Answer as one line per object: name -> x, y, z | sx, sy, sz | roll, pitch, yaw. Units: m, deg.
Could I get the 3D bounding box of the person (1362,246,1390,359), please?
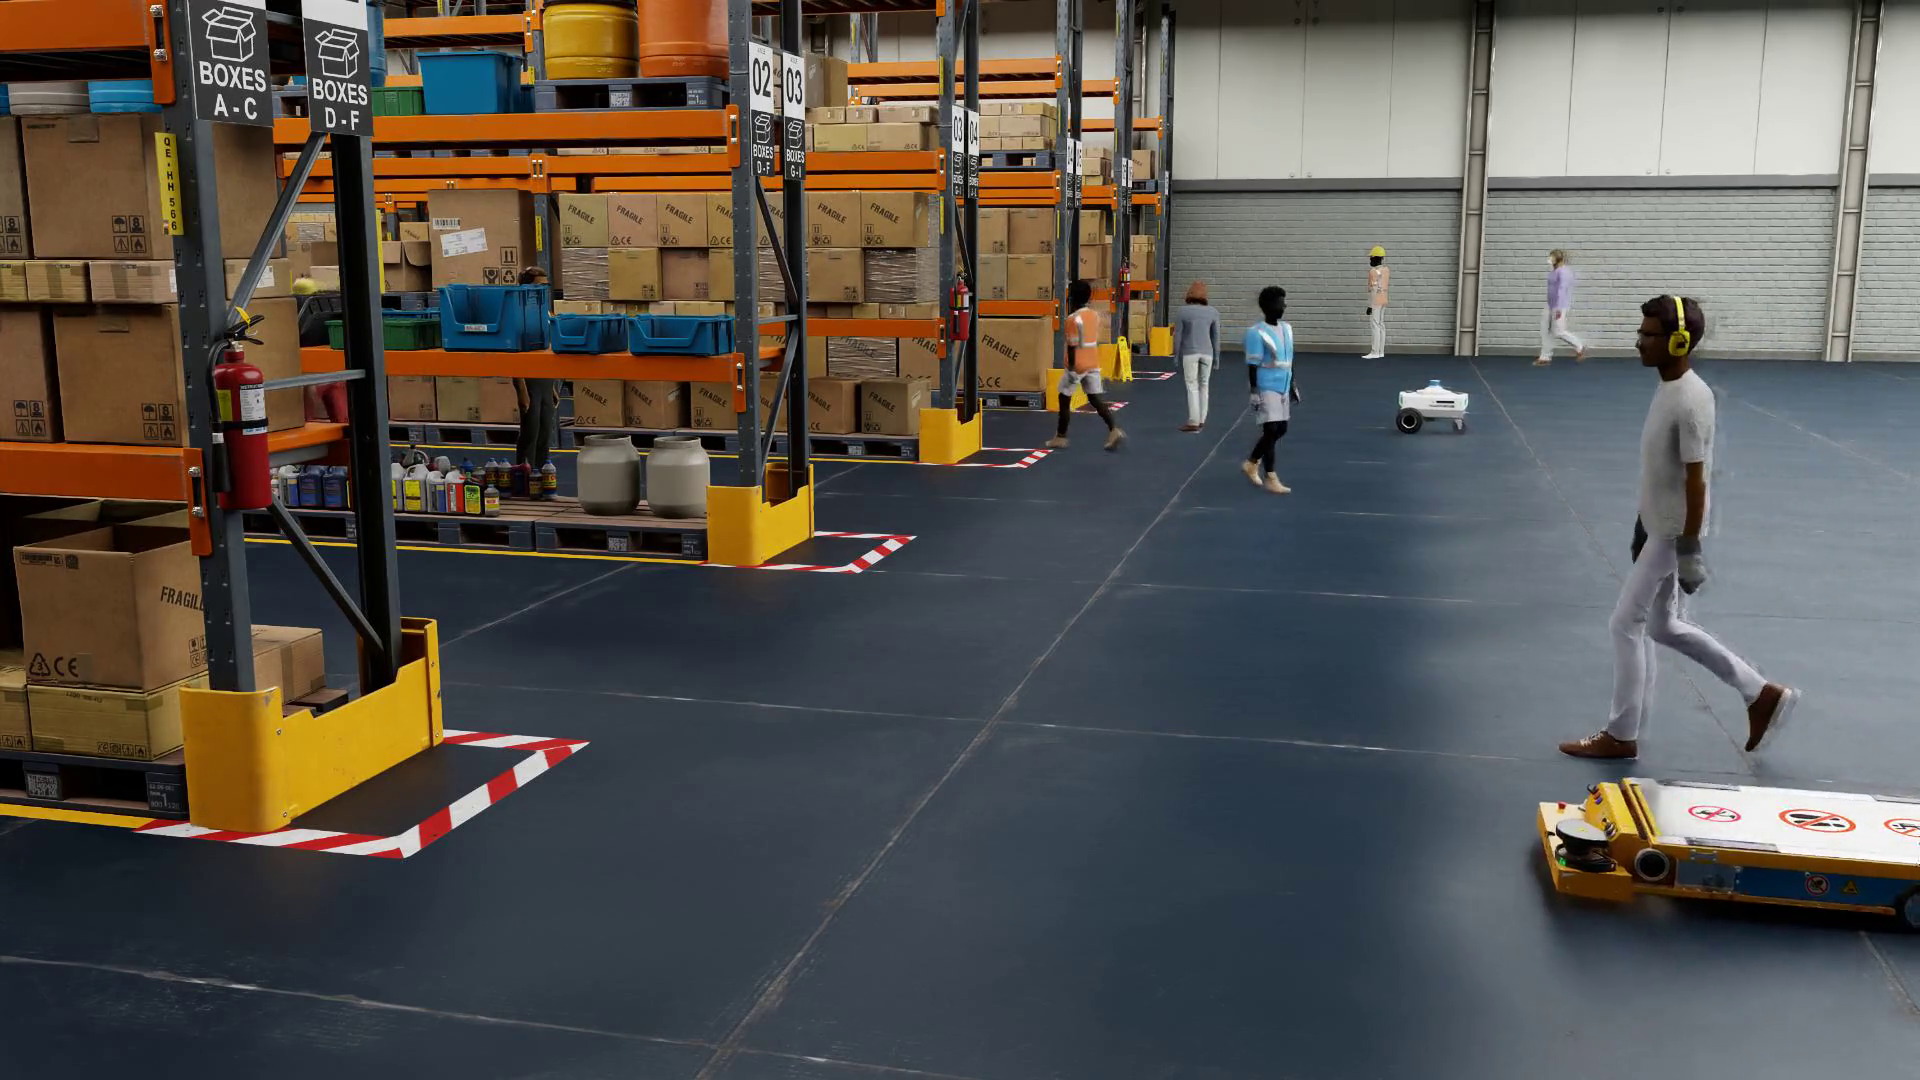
person -> 7.185, -4.089, 28.697 | 0.354, 1.930, 0.594 | 7, 13, 35

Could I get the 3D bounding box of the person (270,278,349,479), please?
person -> -5.419, -1.317, 13.904 | 0.899, 1.716, 0.545 | 2, 10, 9

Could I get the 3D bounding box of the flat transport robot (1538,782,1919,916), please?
flat transport robot -> 2.611, 0.973, 5.251 | 1.431, 0.197, 0.652 | 3, 11, 14

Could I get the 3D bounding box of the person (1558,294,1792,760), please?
person -> 2.815, -0.027, 6.441 | 0.767, 1.844, 0.529 | 3, 11, 19

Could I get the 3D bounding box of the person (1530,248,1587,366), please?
person -> 9.760, -3.773, 27.011 | 0.775, 1.910, 0.631 | -1, 10, -3

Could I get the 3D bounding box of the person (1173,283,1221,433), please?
person -> 2.548, -1.953, 17.836 | 0.508, 1.589, 0.594 | -2, 10, -10

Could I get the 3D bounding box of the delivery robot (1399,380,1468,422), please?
delivery robot -> 5.029, -1.455, 17.656 | 0.707, 0.478, 0.477 | 3, 11, 16

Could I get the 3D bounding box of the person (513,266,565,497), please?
person -> -3.216, -1.149, 12.644 | 0.338, 1.845, 0.514 | 2, 11, 13

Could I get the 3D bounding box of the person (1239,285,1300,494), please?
person -> 2.528, -1.232, 13.580 | 0.557, 1.693, 0.579 | 10, 14, 43

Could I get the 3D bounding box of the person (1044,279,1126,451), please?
person -> 1.218, -1.691, 16.117 | 0.809, 1.671, 0.527 | 9, 14, 41
